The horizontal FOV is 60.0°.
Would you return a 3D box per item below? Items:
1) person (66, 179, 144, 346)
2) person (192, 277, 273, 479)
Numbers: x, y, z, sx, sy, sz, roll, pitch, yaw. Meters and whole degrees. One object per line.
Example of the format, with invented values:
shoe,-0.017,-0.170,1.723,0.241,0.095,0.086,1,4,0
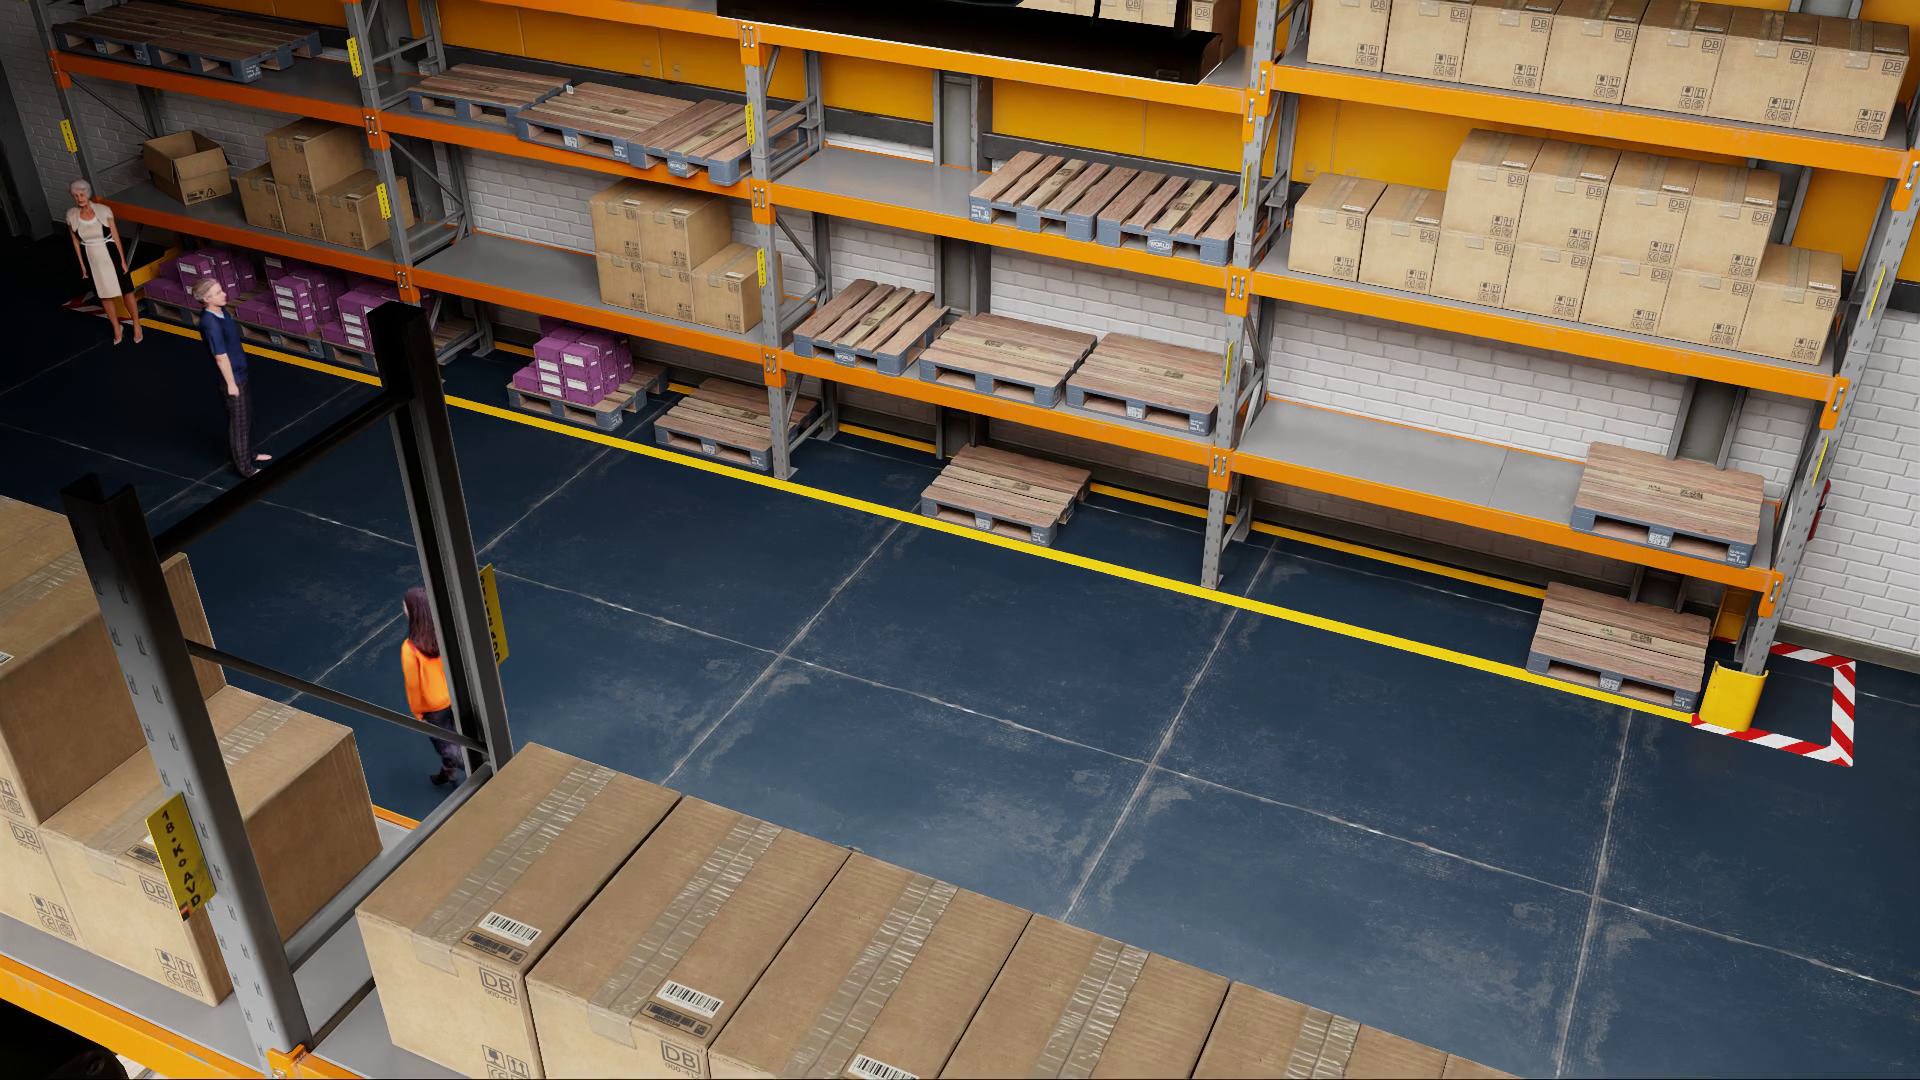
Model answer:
person,-8.585,-2.798,16.711,0.659,1.751,0.740,-8,34,-11
person,-6.382,-1.436,14.554,0.763,1.871,0.733,-8,34,-12
